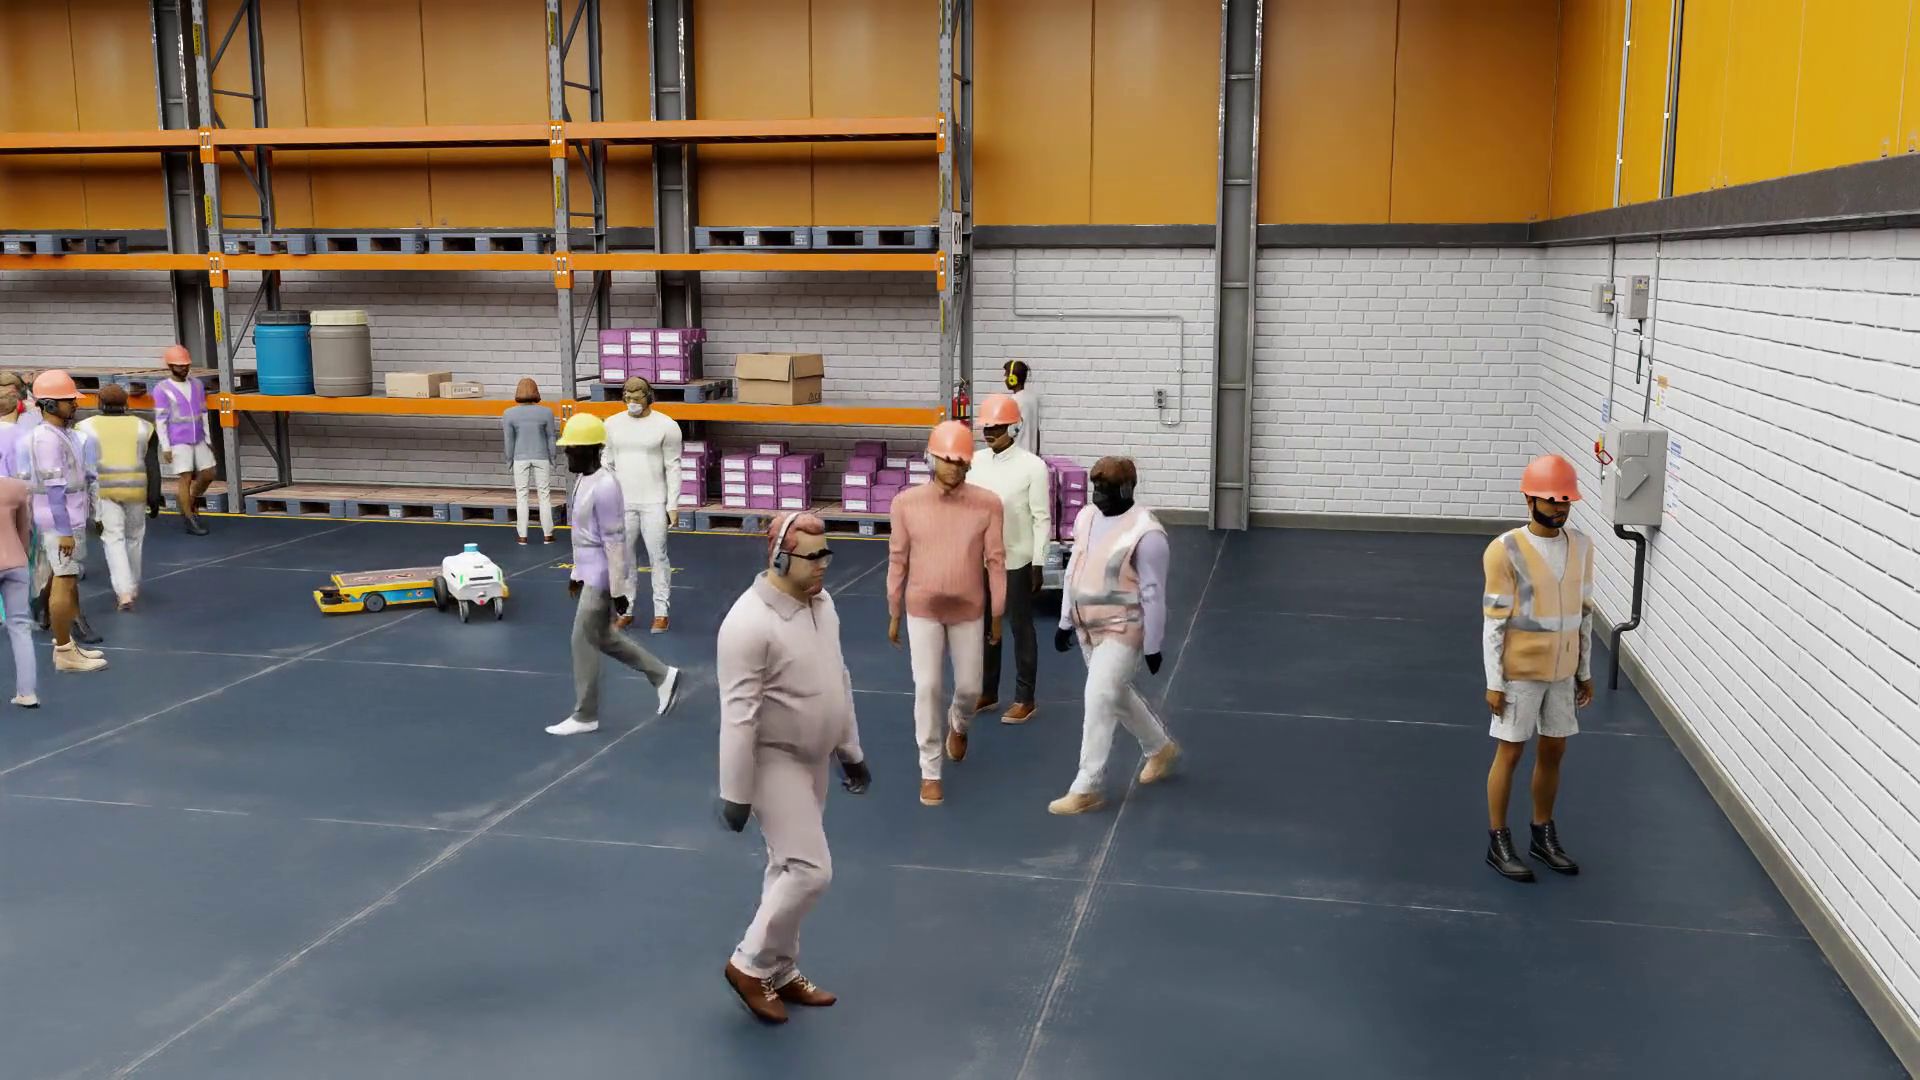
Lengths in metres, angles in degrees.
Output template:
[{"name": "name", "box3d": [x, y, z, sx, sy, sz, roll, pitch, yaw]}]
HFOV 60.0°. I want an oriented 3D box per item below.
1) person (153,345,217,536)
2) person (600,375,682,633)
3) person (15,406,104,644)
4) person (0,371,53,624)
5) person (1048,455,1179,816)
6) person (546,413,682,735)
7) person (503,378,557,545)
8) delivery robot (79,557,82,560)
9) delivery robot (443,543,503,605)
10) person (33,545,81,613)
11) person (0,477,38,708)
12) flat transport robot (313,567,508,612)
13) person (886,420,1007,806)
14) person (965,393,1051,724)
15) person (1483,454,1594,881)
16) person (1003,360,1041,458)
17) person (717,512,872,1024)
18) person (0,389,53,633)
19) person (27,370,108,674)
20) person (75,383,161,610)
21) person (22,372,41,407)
[{"name": "person", "box3d": [-7.810, -1.008, 16.805, 0.512, 1.925, 0.600, 5, 11, 28]}, {"name": "person", "box3d": [-2.376, -0.265, 12.393, 0.629, 1.936, 0.373, 1, 10, 8]}, {"name": "person", "box3d": [-6.641, -0.203, 12.194, 0.915, 1.893, 0.552, 6, 11, 31]}, {"name": "person", "box3d": [-7.206, -0.327, 12.748, 0.635, 1.936, 0.352, -5, 11, -27]}, {"name": "person", "box3d": [0.821, 0.451, 8.511, 0.892, 1.812, 0.614, -5, 11, -30]}, {"name": "person", "box3d": [-2.061, 0.190, 9.808, 0.758, 1.903, 0.589, -3, 10, -18]}, {"name": "person", "box3d": [-4.186, -0.766, 16.241, 0.499, 1.635, 0.287, -2, 10, -12]}, {"name": "delivery robot", "box3d": [-7.955, 0.042, 14.373, 0.707, 0.478, 0.477, 4, 10, 23]}, {"name": "delivery robot", "box3d": [-3.816, 0.271, 13.014, 0.477, 0.478, 0.707, -5, 11, -27]}, {"name": "person", "box3d": [-7.334, -0.182, 12.871, 0.794, 1.612, 0.519, -3, 10, -17]}, {"name": "person", "box3d": [-6.015, 0.184, 10.305, 0.621, 1.748, 0.538, 7, 12, 34]}, {"name": "flat transport robot", "box3d": [-4.461, 0.377, 13.502, 1.431, 0.197, 0.652, -5, 11, -26]}, {"name": "person", "box3d": [-0.072, 0.342, 8.695, 0.627, 1.974, 0.746, 0, 10, -2]}, {"name": "person", "box3d": [0.247, 0.108, 10.006, 0.622, 1.990, 0.402, 8, 12, 38]}, {"name": "person", "box3d": [2.598, 0.574, 7.454, 0.544, 1.932, 0.375, -3, 10, -17]}, {"name": "person", "box3d": [0.524, -0.737, 15.403, 0.371, 1.856, 0.566, 8, 12, 39]}, {"name": "person", "box3d": [-0.597, 0.828, 6.076, 0.440, 1.887, 0.642, 3, 10, 19]}, {"name": "person", "box3d": [-7.024, -0.200, 12.343, 0.761, 1.826, 0.402, 2, 10, 12]}, {"name": "person", "box3d": [-6.036, -0.123, 11.230, 0.373, 2.043, 0.615, -5, 11, -29]}, {"name": "person", "box3d": [-6.757, -0.359, 13.348, 0.626, 1.806, 0.955, -7, 12, -35]}, {"name": "person", "box3d": [-9.390, -0.885, 16.932, 0.307, 1.639, 0.525, -6, 11, -31]}]
